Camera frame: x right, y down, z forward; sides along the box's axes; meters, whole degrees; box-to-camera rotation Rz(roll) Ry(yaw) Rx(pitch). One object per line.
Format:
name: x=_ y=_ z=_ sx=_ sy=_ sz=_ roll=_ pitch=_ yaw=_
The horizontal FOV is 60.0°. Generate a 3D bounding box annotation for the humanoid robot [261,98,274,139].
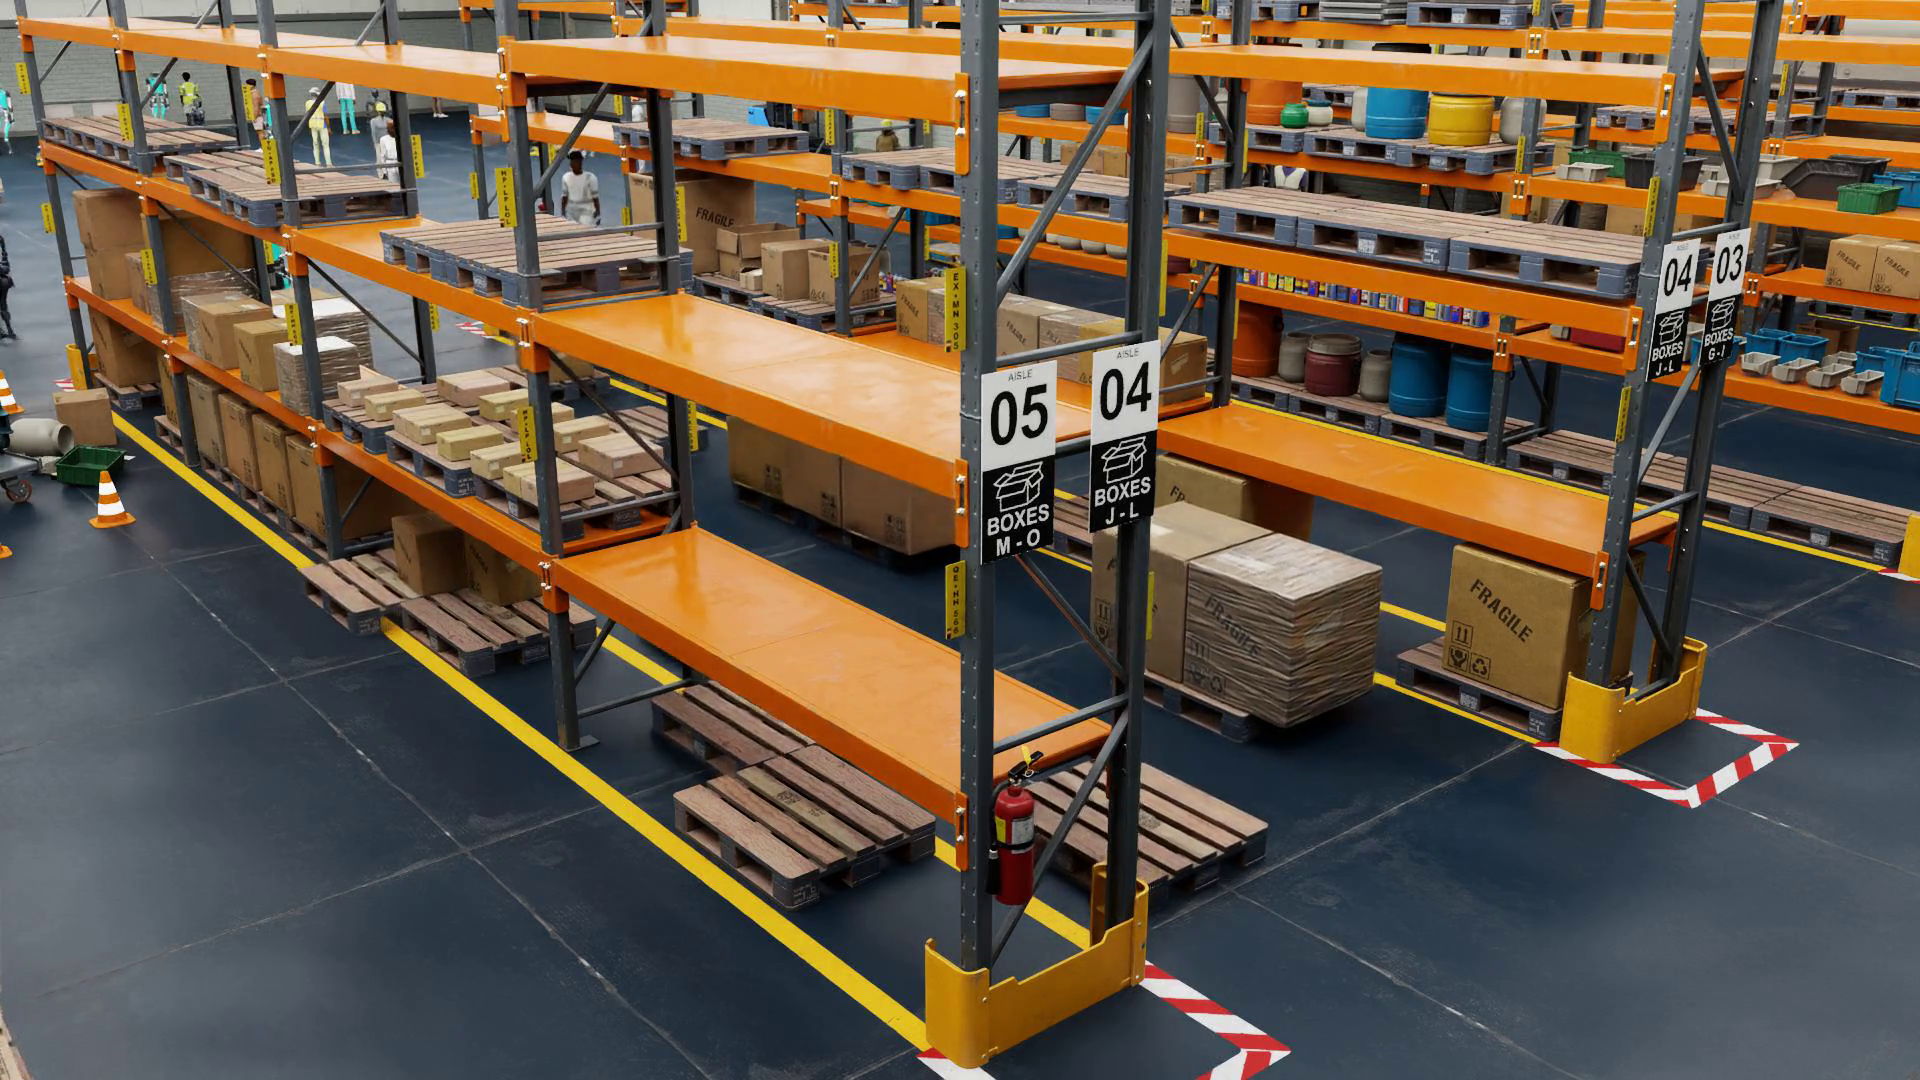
humanoid robot: x=-15.823 y=-9.279 z=38.187 sx=0.530 sy=1.776 sz=0.998 roll=-18 pitch=26 yaw=-42

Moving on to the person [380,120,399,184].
person: x=-10.565 y=-6.940 z=31.253 sx=0.575 sy=1.882 sz=0.350 roll=0 pitch=19 yaw=-1

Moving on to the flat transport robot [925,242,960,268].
flat transport robot: x=-0.113 y=-4.653 z=27.178 sx=0.659 sy=0.231 sz=1.431 roll=-13 pitch=23 yaw=-33

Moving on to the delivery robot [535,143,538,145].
delivery robot: x=-11.477 y=-10.722 z=43.990 sx=0.499 sy=0.576 sz=0.757 roll=-12 pitch=23 yaw=-31

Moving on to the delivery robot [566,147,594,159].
delivery robot: x=-9.395 y=-9.718 z=41.143 sx=0.499 sy=0.581 sz=0.767 roll=7 pitch=21 yaw=20

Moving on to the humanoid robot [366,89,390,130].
humanoid robot: x=-14.532 y=-10.419 z=41.513 sx=0.602 sy=1.637 sz=0.719 roll=-3 pitch=20 yaw=-10

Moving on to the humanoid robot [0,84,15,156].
humanoid robot: x=-24.059 y=-10.499 z=41.644 sx=0.548 sy=1.757 sz=1.009 roll=-4 pitch=20 yaw=-12

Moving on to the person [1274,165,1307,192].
person: x=5.339 y=-5.455 z=27.095 sx=0.563 sy=1.837 sz=0.388 roll=12 pitch=23 yaw=31

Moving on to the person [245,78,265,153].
person: x=-17.807 y=-10.759 z=42.180 sx=0.406 sy=1.851 sz=0.782 roll=-6 pitch=20 yaw=-15

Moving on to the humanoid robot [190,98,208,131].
humanoid robot: x=-17.687 y=-9.462 z=38.771 sx=0.700 sy=1.631 sz=0.604 roll=2 pitch=20 yaw=7

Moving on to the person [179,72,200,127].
person: x=-21.644 y=-12.290 z=46.773 sx=0.527 sy=1.689 sz=0.321 roll=-13 pitch=23 yaw=-33

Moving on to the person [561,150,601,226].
person: x=-5.961 y=-5.159 z=26.142 sx=0.621 sy=1.915 sz=1.014 roll=8 pitch=21 yaw=21

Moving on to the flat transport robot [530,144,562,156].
flat transport robot: x=-10.132 y=-9.812 z=41.862 sx=0.659 sy=0.231 sz=1.431 roll=11 pitch=22 yaw=28

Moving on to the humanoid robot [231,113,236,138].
humanoid robot: x=-15.238 y=-8.236 z=35.249 sx=0.417 sy=1.654 sz=0.603 roll=-2 pitch=19 yaw=-6

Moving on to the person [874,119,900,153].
person: x=-1.449 y=-7.495 z=33.054 sx=0.619 sy=1.732 sz=0.433 roll=10 pitch=22 yaw=25

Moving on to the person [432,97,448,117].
person: x=-16.240 y=-14.067 z=51.552 sx=0.500 sy=1.874 sz=0.398 roll=17 pitch=25 yaw=39

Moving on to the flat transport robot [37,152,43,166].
flat transport robot: x=-21.834 y=-9.165 z=40.020 sx=0.659 sy=0.231 sz=1.431 roll=-10 pitch=21 yaw=-25

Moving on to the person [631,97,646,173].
person: x=-7.265 y=-9.142 z=37.504 sx=0.357 sy=1.896 sz=0.562 roll=-3 pitch=20 yaw=-7

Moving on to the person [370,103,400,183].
person: x=-12.568 y=-8.652 z=36.357 sx=0.537 sy=1.734 sz=0.849 roll=-16 pitch=25 yaw=-37

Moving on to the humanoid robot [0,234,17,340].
humanoid robot: x=-12.515 y=-3.400 z=21.517 sx=0.350 sy=1.663 sz=0.588 roll=7 pitch=20 yaw=18

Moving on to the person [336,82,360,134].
person: x=-17.233 y=-12.382 z=46.699 sx=0.497 sy=1.911 sz=0.349 roll=2 pitch=19 yaw=5

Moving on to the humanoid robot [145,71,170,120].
humanoid robot: x=-22.119 y=-11.959 z=45.848 sx=0.538 sy=1.859 sz=0.663 roll=-3 pitch=20 yaw=-7

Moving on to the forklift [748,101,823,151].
forklift: x=-4.526 y=-11.368 z=42.374 sx=1.129 sy=2.768 sz=1.873 roll=-15 pitch=24 yaw=-37

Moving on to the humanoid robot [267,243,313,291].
humanoid robot: x=-8.372 y=-3.268 z=20.865 sx=0.739 sy=1.688 sz=0.530 roll=-2 pitch=19 yaw=-7

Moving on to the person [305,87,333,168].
person: x=-14.879 y=-9.530 z=38.613 sx=0.531 sy=1.893 sz=0.401 roll=2 pitch=19 yaw=6

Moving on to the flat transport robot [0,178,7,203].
flat transport robot: x=-19.140 y=-6.313 z=31.903 sx=0.659 sy=0.231 sz=1.431 roll=-1 pitch=19 yaw=-3
